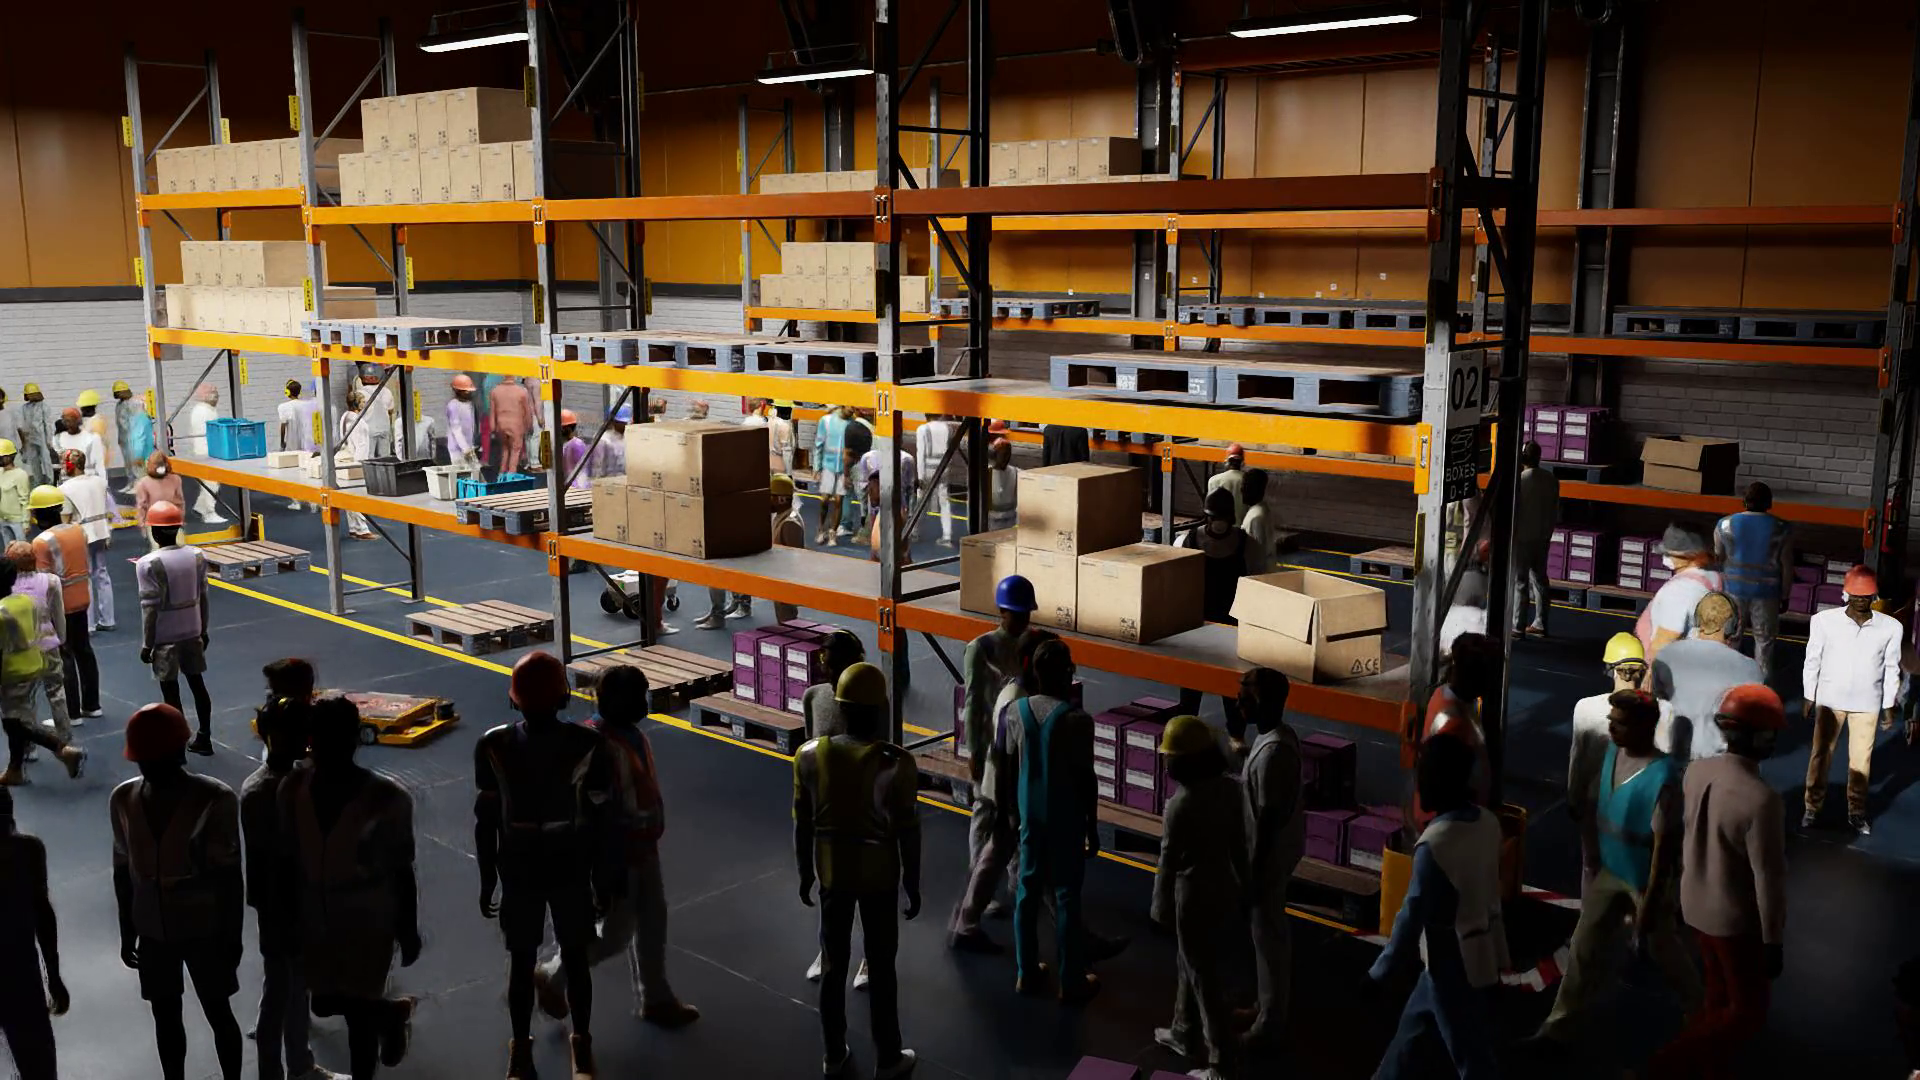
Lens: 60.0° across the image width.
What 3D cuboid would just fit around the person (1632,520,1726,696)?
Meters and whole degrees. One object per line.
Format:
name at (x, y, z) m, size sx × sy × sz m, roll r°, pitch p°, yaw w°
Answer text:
person at (4.727, 0.823, 11.037) m, size 0.541 × 2.000 × 0.709 m, roll 9°, pitch 14°, yaw 43°

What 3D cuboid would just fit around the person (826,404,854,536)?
person at (-1.581, -1.003, 21.800) m, size 0.402 × 1.893 × 0.645 m, roll -1°, pitch 10°, yaw -5°

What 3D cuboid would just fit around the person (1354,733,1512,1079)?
person at (1.869, 1.687, 6.635) m, size 0.990 × 1.862 × 0.588 m, roll 6°, pitch 12°, yaw 32°

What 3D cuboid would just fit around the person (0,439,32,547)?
person at (-10.034, -0.197, 17.612) m, size 0.524 × 1.761 × 0.339 m, roll 5°, pitch 11°, yaw 27°

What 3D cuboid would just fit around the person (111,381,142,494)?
person at (-12.771, -1.574, 25.461) m, size 0.483 × 1.737 × 0.323 m, roll 8°, pitch 13°, yaw 39°

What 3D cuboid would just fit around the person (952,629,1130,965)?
person at (0.407, 1.348, 8.758) m, size 0.983 × 1.789 × 0.568 m, roll 2°, pitch 10°, yaw 11°

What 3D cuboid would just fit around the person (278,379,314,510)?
person at (-9.521, -1.367, 23.892) m, size 0.517 × 1.877 × 0.328 m, roll -8°, pitch 13°, yaw -39°

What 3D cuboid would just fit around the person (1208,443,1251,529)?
person at (2.833, -0.138, 17.324) m, size 0.564 × 1.743 × 0.350 m, roll 0°, pitch 10°, yaw -1°

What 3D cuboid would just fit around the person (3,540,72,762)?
person at (-6.832, 0.812, 12.233) m, size 0.315 × 1.640 × 0.515 m, roll 8°, pitch 13°, yaw 40°

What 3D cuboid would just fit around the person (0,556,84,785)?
person at (-6.480, 0.924, 11.538) m, size 0.661 × 1.669 × 0.537 m, roll -1°, pitch 10°, yaw -5°

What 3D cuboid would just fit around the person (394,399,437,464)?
person at (-7.518, -1.154, 23.026) m, size 0.563 × 1.751 × 0.330 m, roll -7°, pitch 12°, yaw -34°

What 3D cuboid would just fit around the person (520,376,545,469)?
person at (-7.250, -2.048, 28.148) m, size 0.492 × 1.731 × 0.324 m, roll 1°, pitch 10°, yaw 3°

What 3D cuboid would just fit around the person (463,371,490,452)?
person at (-8.947, -2.582, 30.693) m, size 0.640 × 1.902 × 0.402 m, roll 6°, pitch 12°, yaw 32°

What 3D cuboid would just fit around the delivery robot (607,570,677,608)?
delivery robot at (-3.269, 0.441, 17.130) m, size 0.707 × 0.478 × 0.477 m, roll -10°, pitch 14°, yaw -43°

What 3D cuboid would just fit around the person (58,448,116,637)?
person at (-8.454, 0.027, 16.112) m, size 0.393 × 1.838 × 0.560 m, roll 3°, pitch 10°, yaw 14°

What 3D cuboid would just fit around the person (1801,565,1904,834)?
person at (5.743, 1.019, 10.740) m, size 0.559 × 1.752 × 0.325 m, roll 4°, pitch 11°, yaw 21°

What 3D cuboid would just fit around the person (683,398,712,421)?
person at (-3.387, -0.867, 21.086) m, size 0.785 × 1.877 × 0.398 m, roll 6°, pitch 12°, yaw 32°

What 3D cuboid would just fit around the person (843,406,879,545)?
person at (-1.087, -0.882, 20.676) m, size 0.687 × 2.000 × 0.980 m, roll -9°, pitch 13°, yaw -41°

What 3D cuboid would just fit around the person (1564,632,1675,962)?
person at (3.485, 1.359, 8.821) m, size 0.521 × 1.758 × 0.348 m, roll 1°, pitch 10°, yaw 4°

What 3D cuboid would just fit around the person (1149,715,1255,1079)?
person at (1.018, 1.609, 7.510) m, size 0.508 × 1.705 × 0.734 m, roll -9°, pitch 14°, yaw -42°

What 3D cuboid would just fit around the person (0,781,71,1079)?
person at (-3.743, 1.772, 6.443) m, size 0.942 × 1.768 × 0.515 m, roll 9°, pitch 13°, yaw 40°

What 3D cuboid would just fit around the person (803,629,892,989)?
person at (-0.588, 1.361, 8.514) m, size 0.516 × 1.861 × 0.323 m, roll 4°, pitch 11°, yaw 22°

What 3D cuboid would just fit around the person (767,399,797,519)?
person at (-2.264, -0.921, 21.220) m, size 0.381 × 1.924 × 0.594 m, roll -5°, pitch 11°, yaw -27°

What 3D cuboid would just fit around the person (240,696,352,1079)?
person at (-2.914, 1.589, 7.231) m, size 0.334 × 1.860 × 0.510 m, roll 0°, pitch 10°, yaw 2°

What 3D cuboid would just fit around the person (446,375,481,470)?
person at (-6.803, -1.270, 22.928) m, size 0.444 × 2.022 × 0.624 m, roll 3°, pitch 10°, yaw 17°

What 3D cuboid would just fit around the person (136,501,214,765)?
person at (-5.755, 0.674, 12.169) m, size 0.356 × 1.937 × 0.552 m, roll 5°, pitch 11°, yaw 27°

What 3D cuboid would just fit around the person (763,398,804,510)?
person at (-2.513, -1.324, 23.666) m, size 0.666 × 1.881 × 0.648 m, roll 2°, pitch 10°, yaw 9°

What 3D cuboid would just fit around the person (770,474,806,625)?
person at (-1.536, 0.334, 14.389) m, size 0.404 × 1.831 × 0.600 m, roll -3°, pitch 10°, yaw -15°

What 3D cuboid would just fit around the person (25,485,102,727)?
person at (-7.093, 0.518, 13.123) m, size 0.398 × 1.919 × 0.594 m, roll 2°, pitch 10°, yaw 9°

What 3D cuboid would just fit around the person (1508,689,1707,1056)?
person at (3.118, 1.551, 7.659) m, size 0.989 × 1.788 × 0.575 m, roll -2°, pitch 10°, yaw -10°

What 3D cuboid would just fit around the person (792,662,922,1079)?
person at (-0.454, 1.499, 7.537) m, size 0.593 × 1.925 × 0.384 m, roll 3°, pitch 10°, yaw 14°

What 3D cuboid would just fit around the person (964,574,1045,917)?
person at (0.294, 1.147, 9.464) m, size 0.605 × 1.948 × 0.404 m, roll -7°, pitch 12°, yaw -34°

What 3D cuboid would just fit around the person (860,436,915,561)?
person at (-0.778, -0.324, 17.843) m, size 0.595 × 1.925 × 0.370 m, roll 0°, pitch 10°, yaw -2°

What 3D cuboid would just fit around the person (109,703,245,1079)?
person at (-3.258, 1.606, 6.933) m, size 0.545 × 1.929 × 0.390 m, roll 0°, pitch 10°, yaw 2°

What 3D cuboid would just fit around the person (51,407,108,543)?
person at (-10.615, -0.693, 20.111) m, size 0.595 × 1.868 × 0.692 m, roll -2°, pitch 10°, yaw -10°

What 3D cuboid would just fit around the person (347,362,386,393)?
person at (-10.564, -2.459, 29.597) m, size 0.673 × 2.000 × 0.536 m, roll -7°, pitch 12°, yaw -35°
